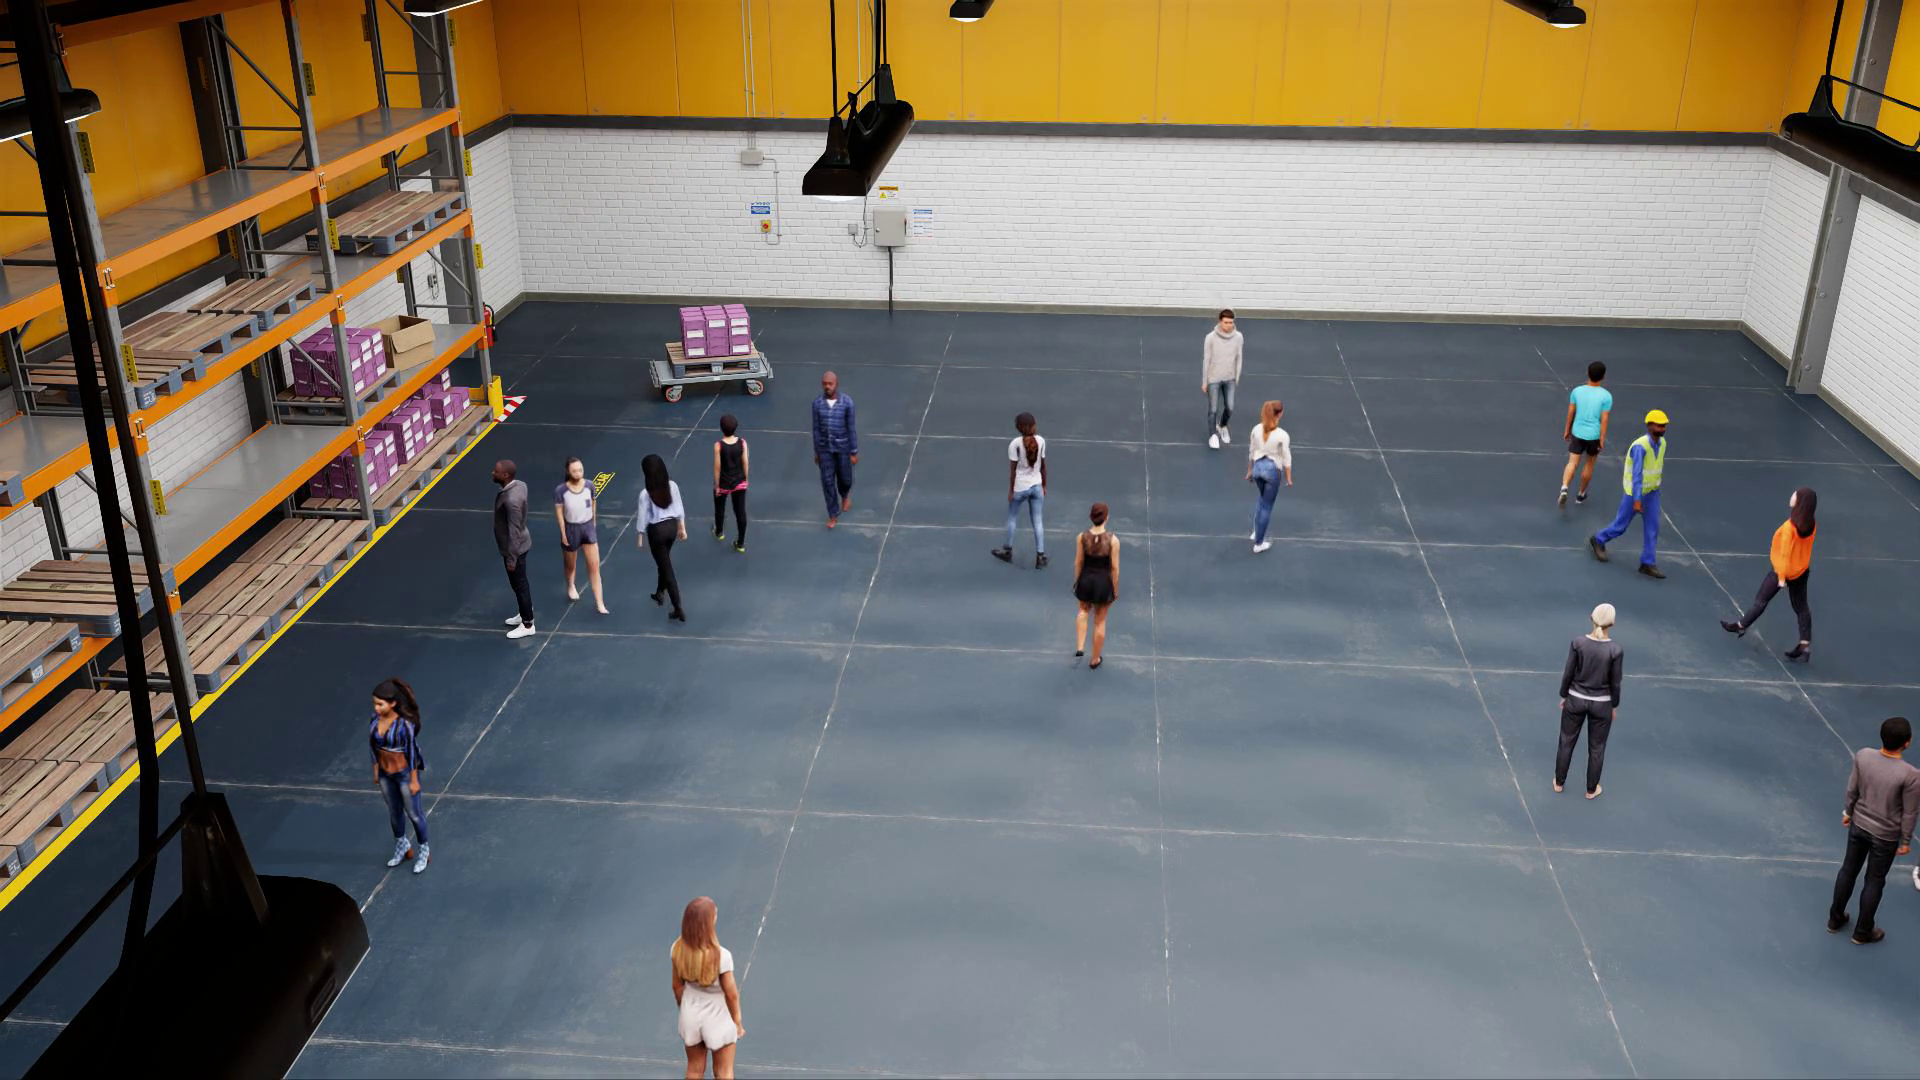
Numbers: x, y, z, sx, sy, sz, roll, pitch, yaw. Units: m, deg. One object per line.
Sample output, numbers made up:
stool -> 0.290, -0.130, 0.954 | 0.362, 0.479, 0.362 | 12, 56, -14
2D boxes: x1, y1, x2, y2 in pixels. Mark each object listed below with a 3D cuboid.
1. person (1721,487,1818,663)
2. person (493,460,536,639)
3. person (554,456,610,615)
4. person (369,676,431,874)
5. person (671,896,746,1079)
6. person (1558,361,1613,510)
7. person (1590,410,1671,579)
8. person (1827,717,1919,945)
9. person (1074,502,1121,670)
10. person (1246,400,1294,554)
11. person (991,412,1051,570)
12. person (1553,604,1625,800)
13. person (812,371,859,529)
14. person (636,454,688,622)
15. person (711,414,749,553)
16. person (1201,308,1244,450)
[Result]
person -> 7.939, 0.350, 15.742 | 1.032, 1.708, 1.176 | -14, 27, -29
person -> -4.345, 0.065, 16.255 | 0.847, 1.818, 0.669 | -6, 24, -13
person -> -3.901, -0.065, 16.817 | 0.965, 1.606, 1.133 | -12, 26, -26
person -> -4.249, 1.777, 12.593 | 0.666, 1.614, 0.644 | 9, 25, 21
person -> -1.521, 2.870, 9.991 | 0.626, 1.697, 0.624 | 9, 25, 19
person -> 7.186, -1.163, 19.147 | 0.953, 1.753, 1.143 | 16, 28, 32
person -> 7.158, -0.523, 17.635 | 1.041, 1.791, 1.242 | -11, 26, -24
person -> 6.473, 2.046, 11.786 | 0.682, 1.768, 0.774 | 19, 30, 37
person -> 1.247, 0.452, 15.561 | 0.658, 1.666, 0.689 | 8, 25, 17
person -> 3.289, -0.674, 18.085 | 0.826, 1.705, 0.771 | -21, 31, -39
person -> 0.743, -0.522, 17.736 | 0.874, 1.709, 0.930 | -8, 25, -17
person -> 5.130, 1.297, 13.552 | 0.682, 1.726, 0.653 | 12, 26, 25
person -> -1.415, -1.062, 18.847 | 0.664, 1.807, 0.856 | 2, 24, 4
person -> -2.890, 0.012, 16.499 | 1.011, 1.720, 0.981 | 20, 31, 38
person -> -2.477, -0.599, 18.137 | 0.838, 1.527, 0.987 | -11, 26, -23
person -> 3.287, -2.074, 21.125 | 0.724, 1.837, 0.719 | -2, 24, -4
